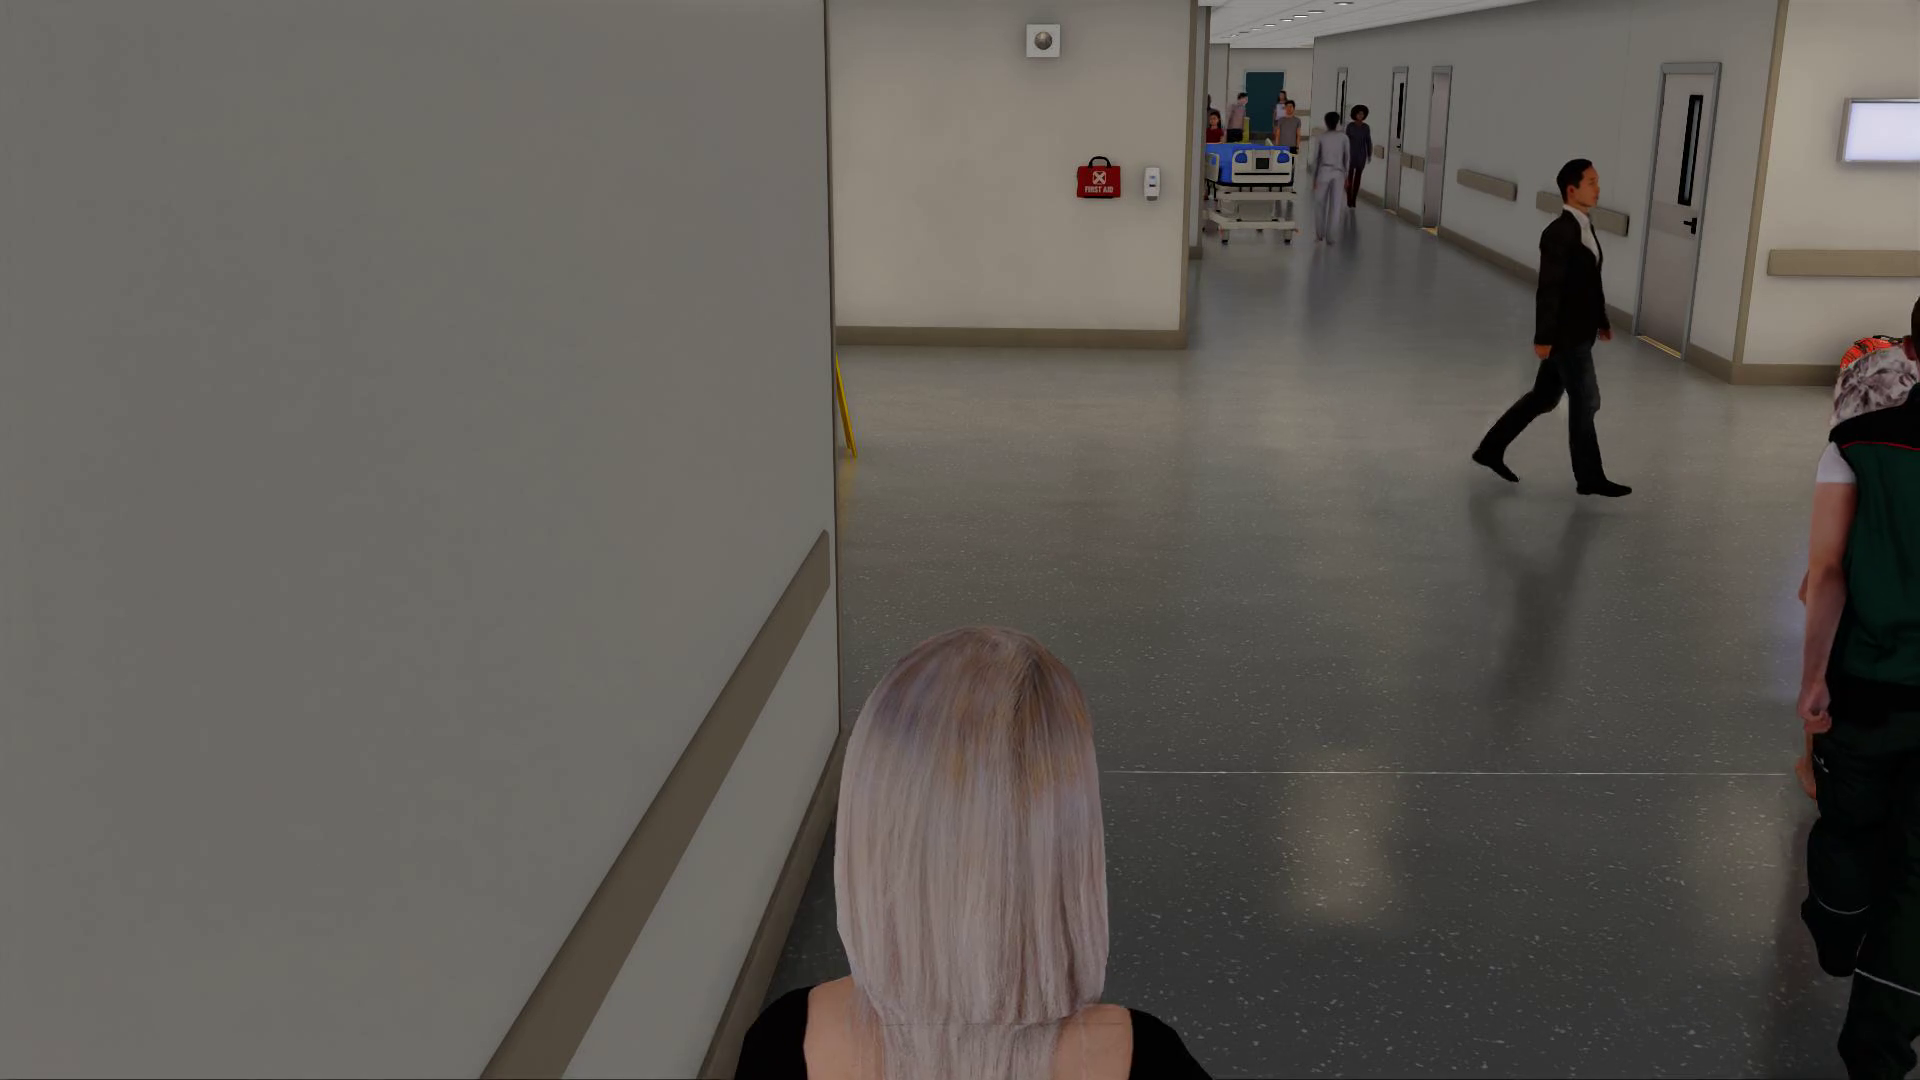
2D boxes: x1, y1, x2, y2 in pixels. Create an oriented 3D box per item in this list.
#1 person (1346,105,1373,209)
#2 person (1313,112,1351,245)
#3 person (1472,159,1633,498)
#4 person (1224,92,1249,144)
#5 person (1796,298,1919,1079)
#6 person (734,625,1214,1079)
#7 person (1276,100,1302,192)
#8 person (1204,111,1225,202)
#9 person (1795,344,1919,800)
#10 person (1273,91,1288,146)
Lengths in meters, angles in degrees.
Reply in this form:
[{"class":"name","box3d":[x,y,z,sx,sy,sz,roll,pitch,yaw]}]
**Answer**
[{"class":"person","box3d":[6.642,-6.421,27.921,0.824,1.687,0.669,2,16,5]},{"class":"person","box3d":[4.919,-4.781,22.068,0.875,1.707,0.785,4,16,14]},{"class":"person","box3d":[3.192,-1.134,9.006,1.221,1.775,0.987,9,18,28]},{"class":"person","box3d":[6.282,-9.433,38.432,0.723,1.780,0.872,-4,16,-15]},{"class":"person","box3d":[2.094,0.368,3.634,1.176,1.795,0.995,8,18,27]},{"class":"person","box3d":[0.000,0.998,1.440,1.138,1.777,0.795,4,16,13]},{"class":"person","box3d":[6.208,-7.453,31.513,0.522,1.724,0.701,4,16,15]},{"class":"person","box3d":[4.522,-6.863,29.720,0.626,1.554,0.684,7,17,23]},{"class":"person","box3d":[2.659,0.105,4.628,1.154,1.766,0.935,5,16,17]},{"class":"person","box3d":[8.858,-11.497,45.853,0.634,1.725,0.742,8,17,25]}]
